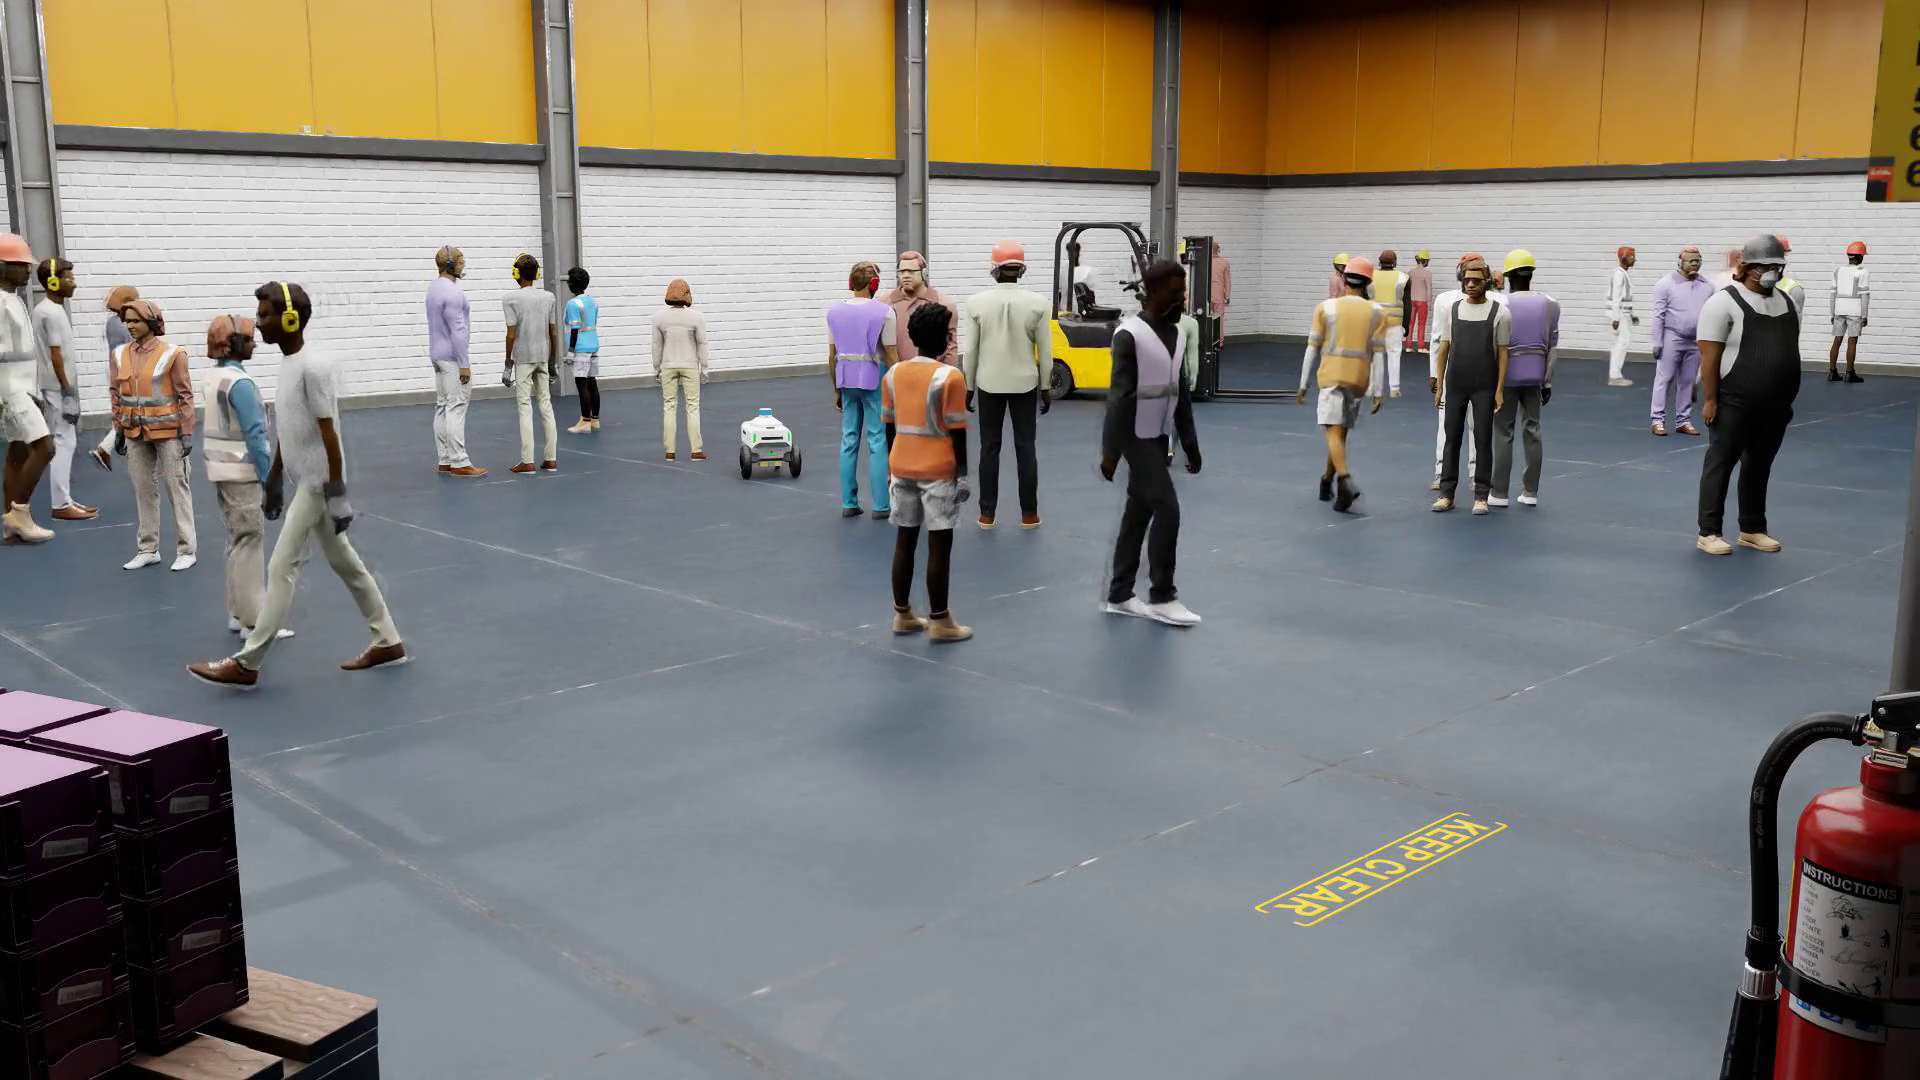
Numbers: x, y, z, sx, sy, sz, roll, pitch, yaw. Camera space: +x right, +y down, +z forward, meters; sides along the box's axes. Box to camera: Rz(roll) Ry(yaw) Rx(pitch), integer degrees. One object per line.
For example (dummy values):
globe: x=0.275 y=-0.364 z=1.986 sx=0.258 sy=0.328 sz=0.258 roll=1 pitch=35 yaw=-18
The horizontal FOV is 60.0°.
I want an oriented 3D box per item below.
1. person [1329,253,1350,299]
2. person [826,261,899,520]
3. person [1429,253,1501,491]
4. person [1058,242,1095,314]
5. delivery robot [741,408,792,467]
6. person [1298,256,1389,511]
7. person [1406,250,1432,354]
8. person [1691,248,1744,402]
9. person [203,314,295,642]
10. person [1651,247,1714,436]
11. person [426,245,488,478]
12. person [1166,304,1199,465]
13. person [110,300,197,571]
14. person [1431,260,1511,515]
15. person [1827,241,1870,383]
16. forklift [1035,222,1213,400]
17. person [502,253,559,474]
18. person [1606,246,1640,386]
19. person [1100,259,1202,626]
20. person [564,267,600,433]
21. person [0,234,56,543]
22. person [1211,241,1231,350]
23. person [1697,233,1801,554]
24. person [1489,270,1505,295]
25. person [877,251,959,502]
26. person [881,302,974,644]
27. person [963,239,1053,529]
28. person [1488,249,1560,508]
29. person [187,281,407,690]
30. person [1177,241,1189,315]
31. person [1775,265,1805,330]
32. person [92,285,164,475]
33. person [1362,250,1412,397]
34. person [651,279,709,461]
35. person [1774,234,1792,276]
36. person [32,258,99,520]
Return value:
person: x=5.401 y=-3.200 z=23.751 sx=0.329 sy=1.765 sz=0.526 roll=5 pitch=12 yaw=26
person: x=-0.684 y=-1.058 z=11.855 sx=0.566 sy=1.842 sz=0.389 roll=5 pitch=12 yaw=26
person: x=4.017 y=-1.325 z=13.201 sx=0.574 sy=1.883 sz=0.355 roll=3 pitch=11 yaw=16
person: x=1.699 y=-3.417 z=24.440 sx=0.622 sy=1.942 sz=0.705 roll=3 pitch=11 yaw=15
delivery robot: x=-1.647 y=-0.874 z=14.109 sx=0.477 sy=0.478 sz=0.707 roll=-3 pitch=11 yaw=-15
person: x=2.868 y=-1.168 z=12.385 sx=0.625 sy=1.881 sz=0.936 roll=0 pitch=10 yaw=2
person: x=7.891 y=-4.082 z=28.571 sx=0.337 sy=1.761 sz=0.526 roll=-7 pitch=13 yaw=-35
person: x=9.110 y=-2.522 z=19.742 sx=0.801 sy=1.881 sz=0.654 roll=-1 pitch=10 yaw=-3
person: x=-3.594 y=-0.304 z=8.305 sx=0.315 sy=1.639 sz=0.522 roll=-8 pitch=13 yaw=-37
person: x=7.321 y=-2.002 z=16.828 sx=0.643 sy=1.908 sz=0.399 roll=-1 pitch=10 yaw=-8
person: x=-4.245 y=-1.486 z=13.927 sx=0.370 sy=1.940 sz=0.630 roll=-7 pitch=13 yaw=-35
person: x=1.867 y=-1.471 z=14.776 sx=0.498 sy=1.598 sz=0.808 roll=-1 pitch=10 yaw=-4
person: x=-4.868 y=-0.625 z=10.048 sx=0.523 sy=1.639 sz=0.309 roll=2 pitch=11 yaw=9
person: x=3.718 y=-1.106 z=12.108 sx=0.506 sy=1.846 sz=0.345 roll=5 pitch=12 yaw=28
person: x=12.277 y=-3.138 z=22.933 sx=0.356 sy=1.937 sz=0.552 roll=-5 pitch=12 yaw=-27
forklift: x=1.935 y=-2.847 z=20.651 sx=2.313 sy=2.155 sz=1.214 roll=2 pitch=11 yaw=13
person: x=-3.670 y=-1.499 z=14.185 sx=0.321 sy=1.871 sz=0.532 roll=10 pitch=14 yaw=43
person: x=8.965 y=-3.026 z=22.515 sx=0.415 sy=1.877 sz=0.605 roll=5 pitch=11 yaw=24
person: x=1.082 y=-0.499 z=8.663 sx=0.767 sy=1.888 sz=0.611 roll=7 pitch=12 yaw=33
person: x=-3.881 y=-1.940 z=17.065 sx=0.319 sy=1.696 sz=0.532 roll=2 pitch=11 yaw=11
person: x=-6.128 y=-0.971 z=10.870 sx=0.500 sy=2.026 sz=0.652 roll=-3 pitch=11 yaw=-17
person: x=4.474 y=-4.323 z=29.468 sx=0.651 sy=1.913 sz=0.410 roll=3 pitch=11 yaw=14
person: x=5.052 y=-0.921 z=10.568 sx=0.689 sy=2.000 sz=0.538 roll=-3 pitch=11 yaw=-16
person: x=6.012 y=-2.215 z=18.740 sx=0.316 sy=1.633 sz=0.523 roll=4 pitch=11 yaw=19
person: x=-0.340 y=-1.114 z=11.986 sx=0.642 sy=1.909 sz=0.399 roll=2 pitch=11 yaw=12
person: x=-0.160 y=-0.335 z=8.308 sx=0.540 sy=1.695 sz=0.317 roll=9 pitch=14 yaw=41
person: x=0.330 y=-1.061 z=11.449 sx=0.622 sy=1.995 sz=0.378 roll=1 pitch=10 yaw=3
person: x=4.138 y=-1.193 z=12.381 sx=0.585 sy=1.920 sz=0.373 roll=-2 pitch=11 yaw=-10
person: x=-3.007 y=-0.246 z=7.504 sx=0.991 sy=1.814 sz=0.562 roll=-6 pitch=12 yaw=-31
person: x=3.615 y=-3.793 z=26.543 sx=0.385 sy=1.922 sz=0.594 roll=-7 pitch=13 yaw=-34
person: x=8.360 y=-2.040 z=17.231 sx=0.429 sy=1.843 sz=0.639 roll=-6 pitch=12 yaw=-30
person: x=-6.959 y=-1.312 z=13.856 sx=0.513 sy=1.613 sz=0.452 roll=8 pitch=13 yaw=38
person: x=5.325 y=-2.705 z=20.835 sx=0.633 sy=1.842 sz=0.429 roll=3 pitch=11 yaw=16
person: x=-2.509 y=-1.521 z=14.946 sx=0.508 sy=1.632 sz=0.271 roll=0 pitch=10 yaw=2
person: x=9.185 y=-2.453 z=18.932 sx=0.594 sy=2.029 sz=0.668 roll=0 pitch=10 yaw=0
person: x=-6.427 y=-1.075 z=11.895 sx=0.324 sy=1.868 sz=0.550 roll=-6 pitch=12 yaw=-32
